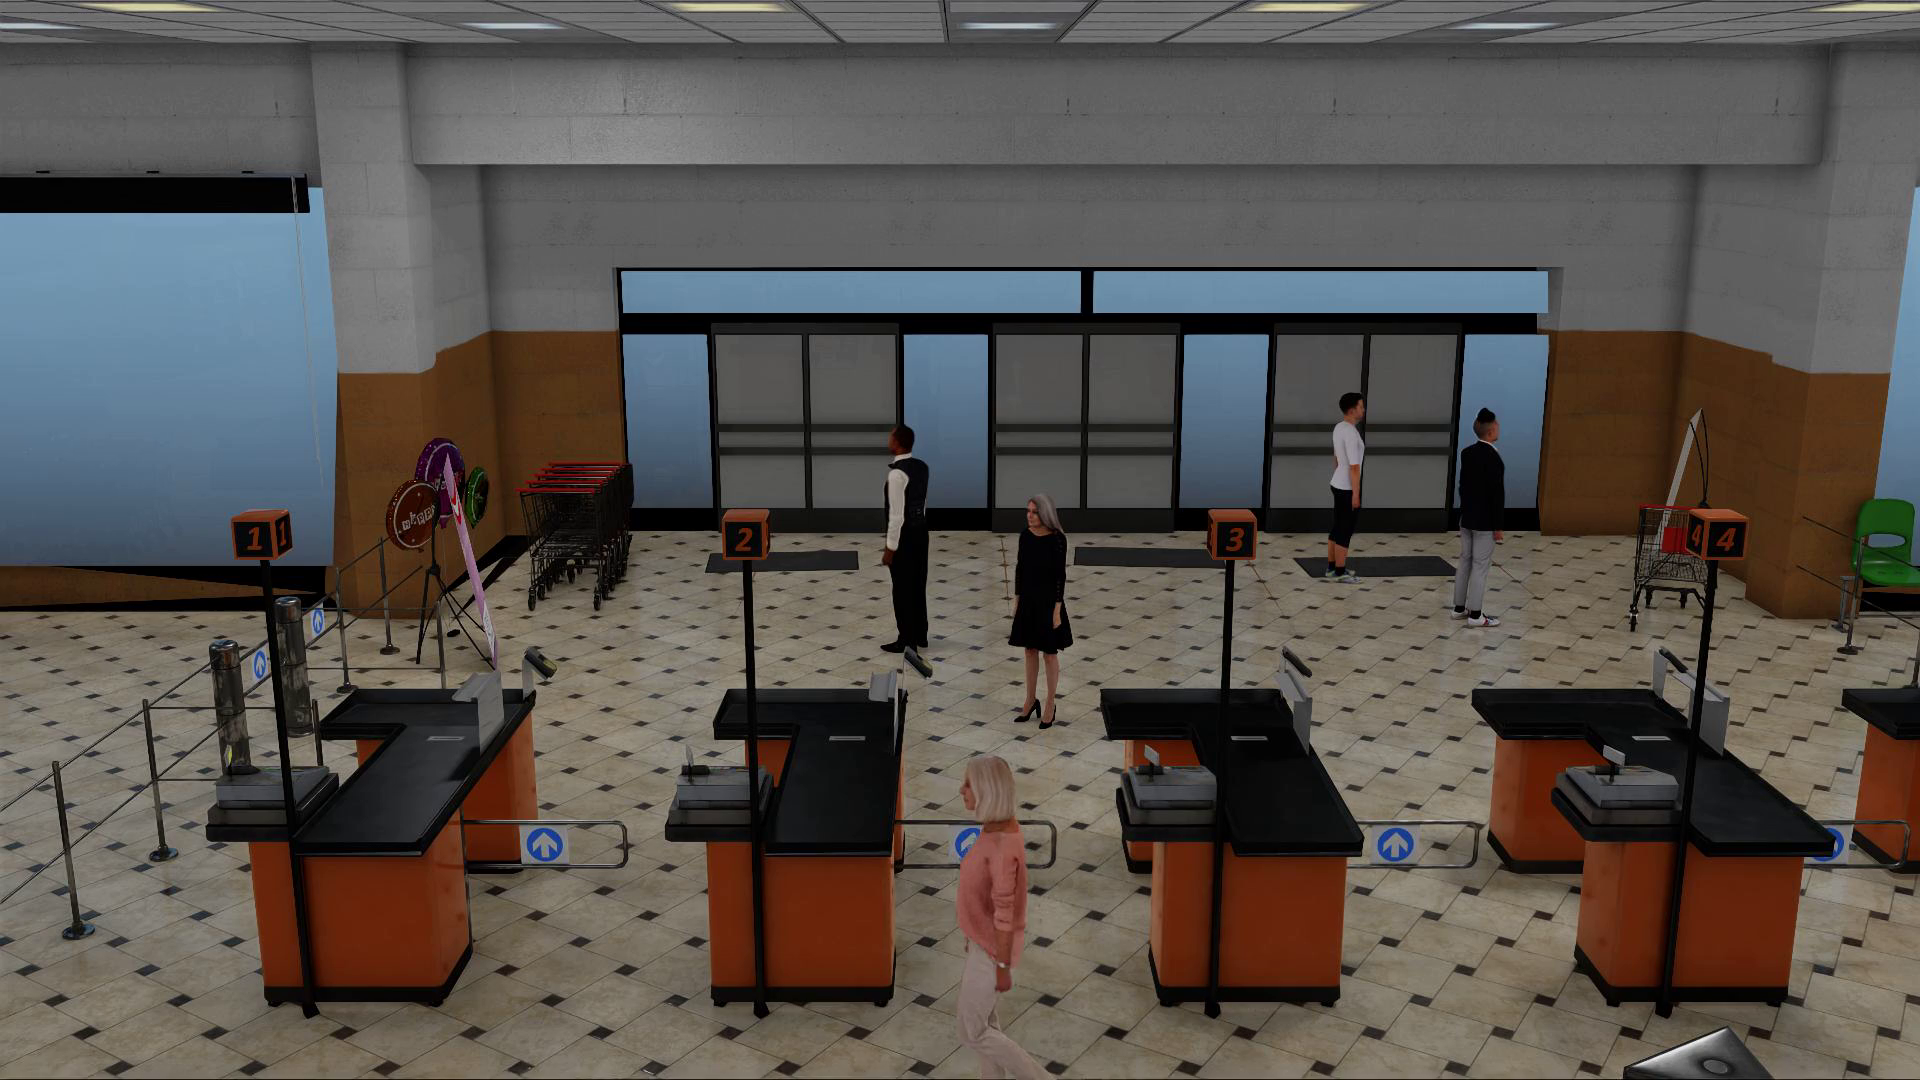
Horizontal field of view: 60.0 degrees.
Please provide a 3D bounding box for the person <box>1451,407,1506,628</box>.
[{"bbox_3d":[4.587,-0.218,14.702,0.837,1.950,0.642,-4,14,-17],"label":"person"}]

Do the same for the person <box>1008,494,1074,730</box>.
[{"bbox_3d":[0.580,0.512,12.128,0.702,1.746,0.751,11,18,39],"label":"person"}]

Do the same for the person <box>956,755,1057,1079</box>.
[{"bbox_3d":[0.222,1.738,7.142,0.657,1.712,0.633,0,14,-2],"label":"person"}]

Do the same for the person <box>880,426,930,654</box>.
[{"bbox_3d":[-0.441,-0.009,13.908,0.839,1.918,0.709,8,16,29],"label":"person"}]

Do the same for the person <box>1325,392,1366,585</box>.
[{"bbox_3d":[3.747,-0.518,16.150,0.736,1.851,0.491,-1,14,-4],"label":"person"}]
